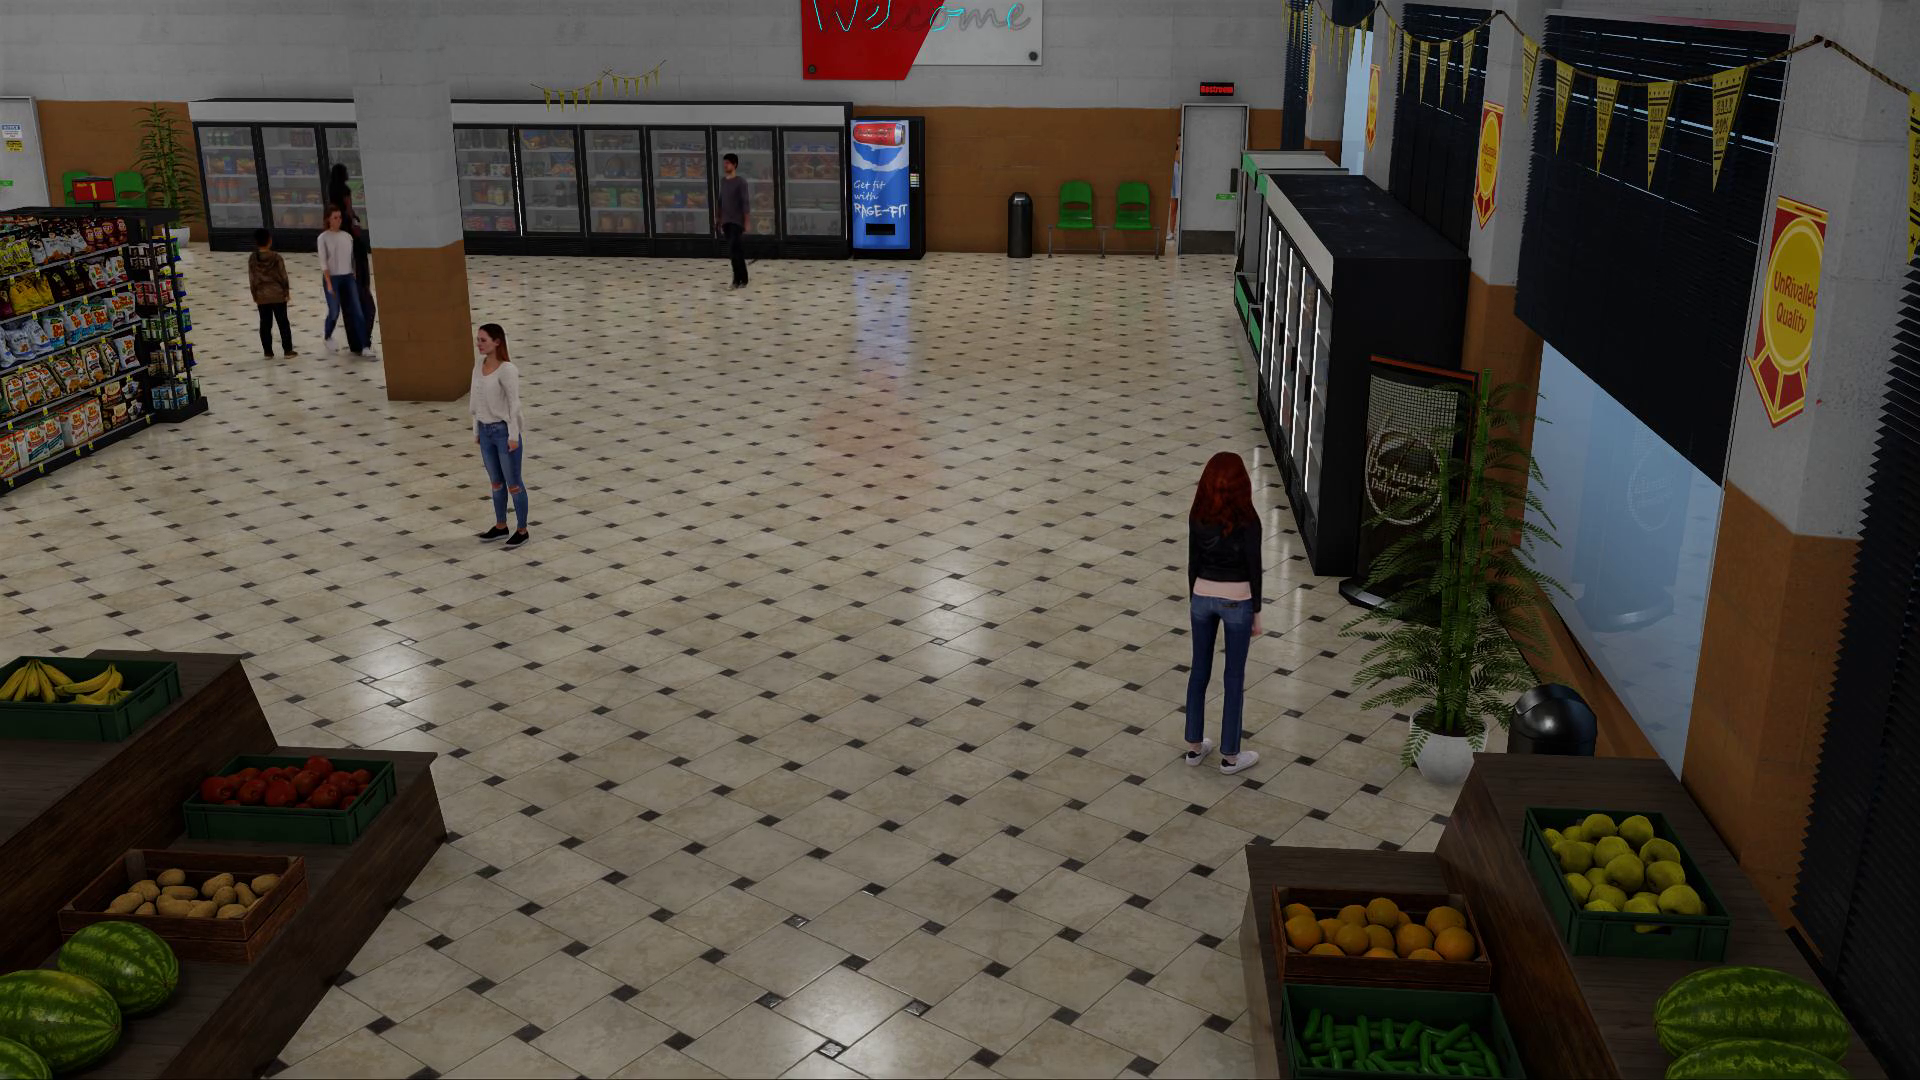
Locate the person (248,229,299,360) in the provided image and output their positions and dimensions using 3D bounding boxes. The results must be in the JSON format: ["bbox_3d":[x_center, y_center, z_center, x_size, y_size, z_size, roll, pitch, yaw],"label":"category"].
[{"bbox_3d":[-7.772,-2.770,18.732,0.635,1.454,0.630,-3,19,-8],"label":"person"}]

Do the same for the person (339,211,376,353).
[{"bbox_3d":[-6.960,-2.914,18.919,0.649,1.607,0.841,0,19,-1],"label":"person"}]

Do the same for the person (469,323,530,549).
[{"bbox_3d":[-3.454,-0.790,12.487,0.701,1.692,0.705,12,22,31],"label":"person"}]

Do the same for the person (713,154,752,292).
[{"bbox_3d":[-3.051,-4.385,22.922,0.943,1.836,0.881,-18,25,-42],"label":"person"}]

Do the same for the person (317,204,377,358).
[{"bbox_3d":[-7.046,-2.893,18.728,1.110,1.689,1.110,17,25,40],"label":"person"}]

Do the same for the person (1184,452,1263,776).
[{"bbox_3d":[1.393,0.385,8.854,0.666,1.787,0.695,13,22,33],"label":"person"}]

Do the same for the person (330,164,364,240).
[{"bbox_3d":[-8.450,-4.233,22.665,0.798,1.712,0.869,16,25,40],"label":"person"}]
